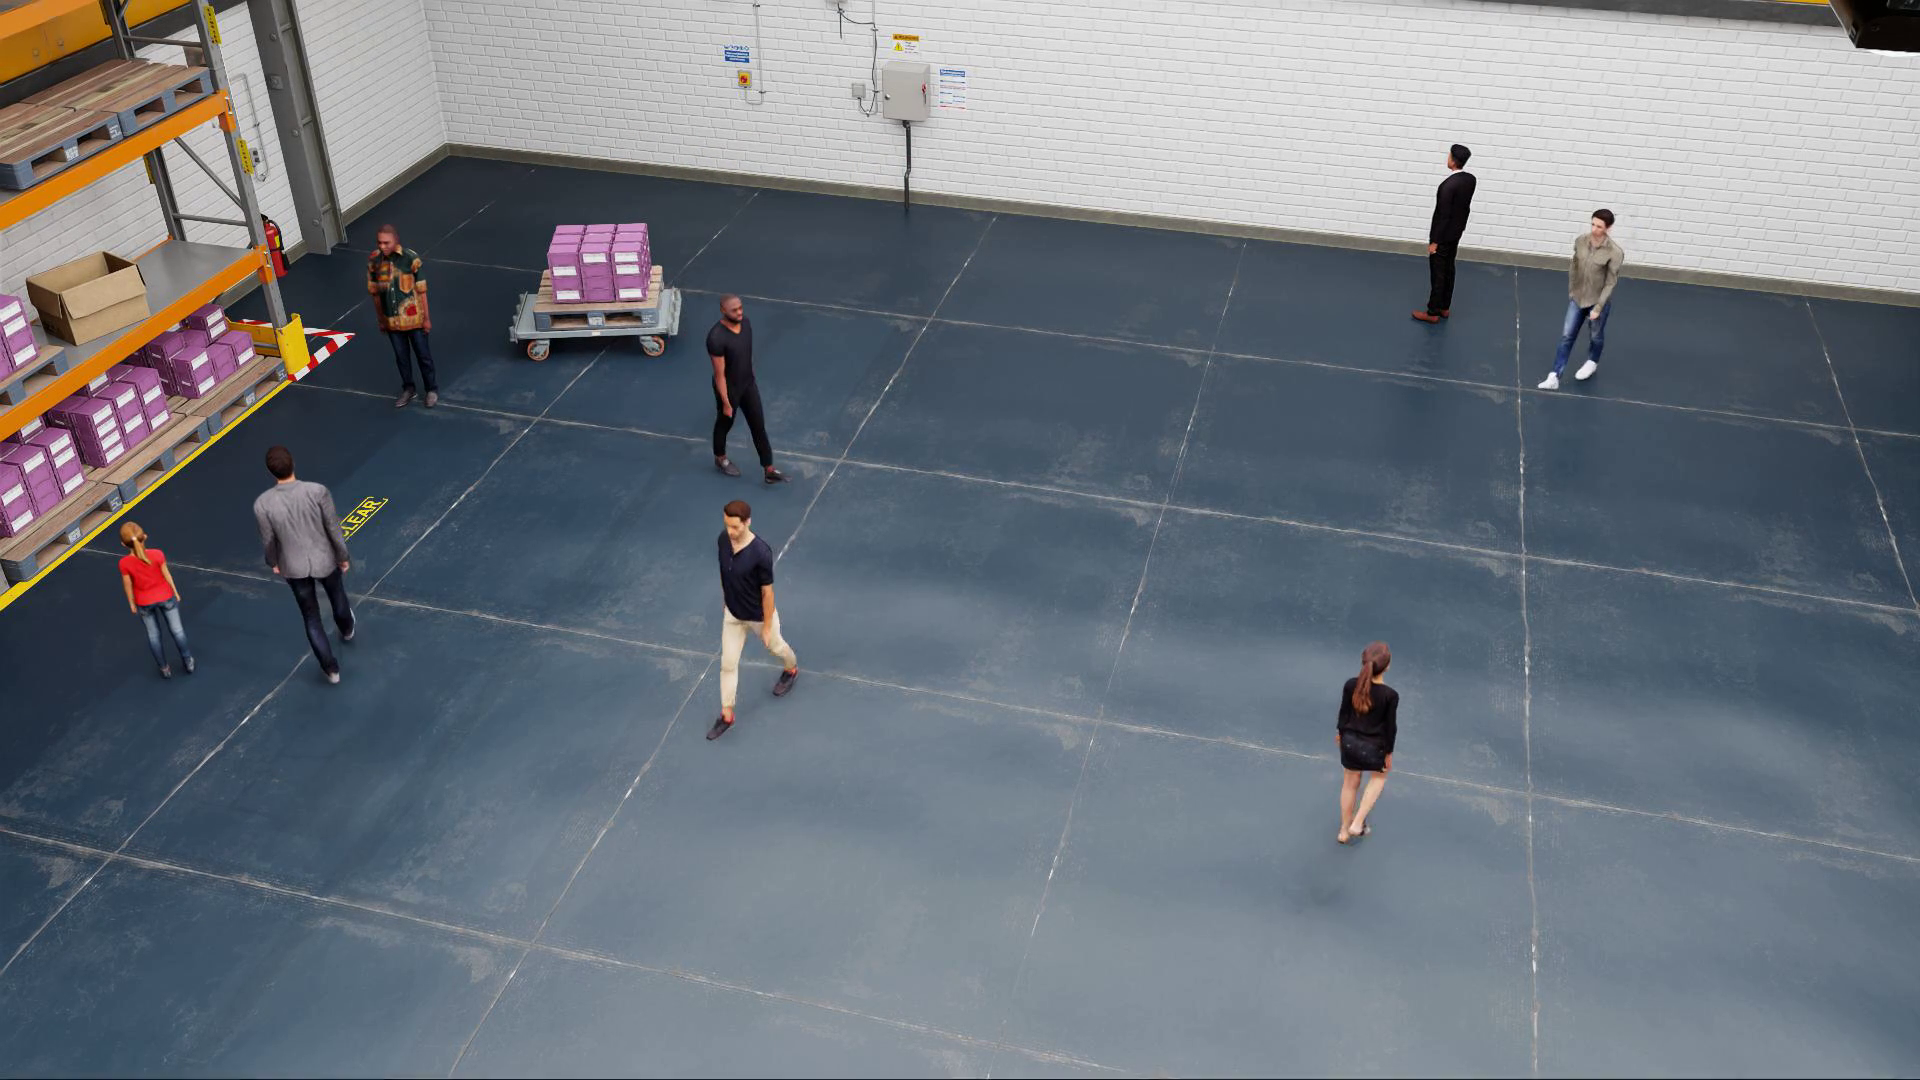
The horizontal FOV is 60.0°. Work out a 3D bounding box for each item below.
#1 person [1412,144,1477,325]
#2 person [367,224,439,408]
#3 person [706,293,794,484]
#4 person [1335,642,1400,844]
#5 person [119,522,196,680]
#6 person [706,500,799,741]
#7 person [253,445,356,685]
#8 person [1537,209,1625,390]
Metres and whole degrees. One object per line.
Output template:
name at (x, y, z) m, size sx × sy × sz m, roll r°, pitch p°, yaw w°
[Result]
person at (4.972, -3.125, 16.962) m, size 0.693 × 1.881 × 0.837 m, roll -29°, pitch 43°, yaw -36°
person at (-5.168, -2.098, 15.485) m, size 0.773 × 1.805 × 0.756 m, roll 0°, pitch 34°, yaw -1°
person at (-2.010, -1.318, 14.332) m, size 1.002 × 1.784 × 1.130 m, roll 23°, pitch 40°, yaw 30°
person at (2.544, 1.334, 10.554) m, size 0.640 × 1.549 × 0.663 m, roll 20°, pitch 38°, yaw 27°
person at (-5.860, 0.437, 12.118) m, size 0.577 × 1.310 × 0.629 m, roll -15°, pitch 36°, yaw -21°
person at (-1.398, 0.465, 11.634) m, size 0.857 × 1.800 × 1.246 m, roll 17°, pitch 37°, yaw 24°
person at (-4.664, 0.220, 11.966) m, size 1.078 × 1.842 × 1.160 m, roll -15°, pitch 36°, yaw -21°
person at (6.034, -2.289, 15.772) m, size 1.243 × 1.807 × 1.081 m, roll -26°, pitch 41°, yaw -33°
